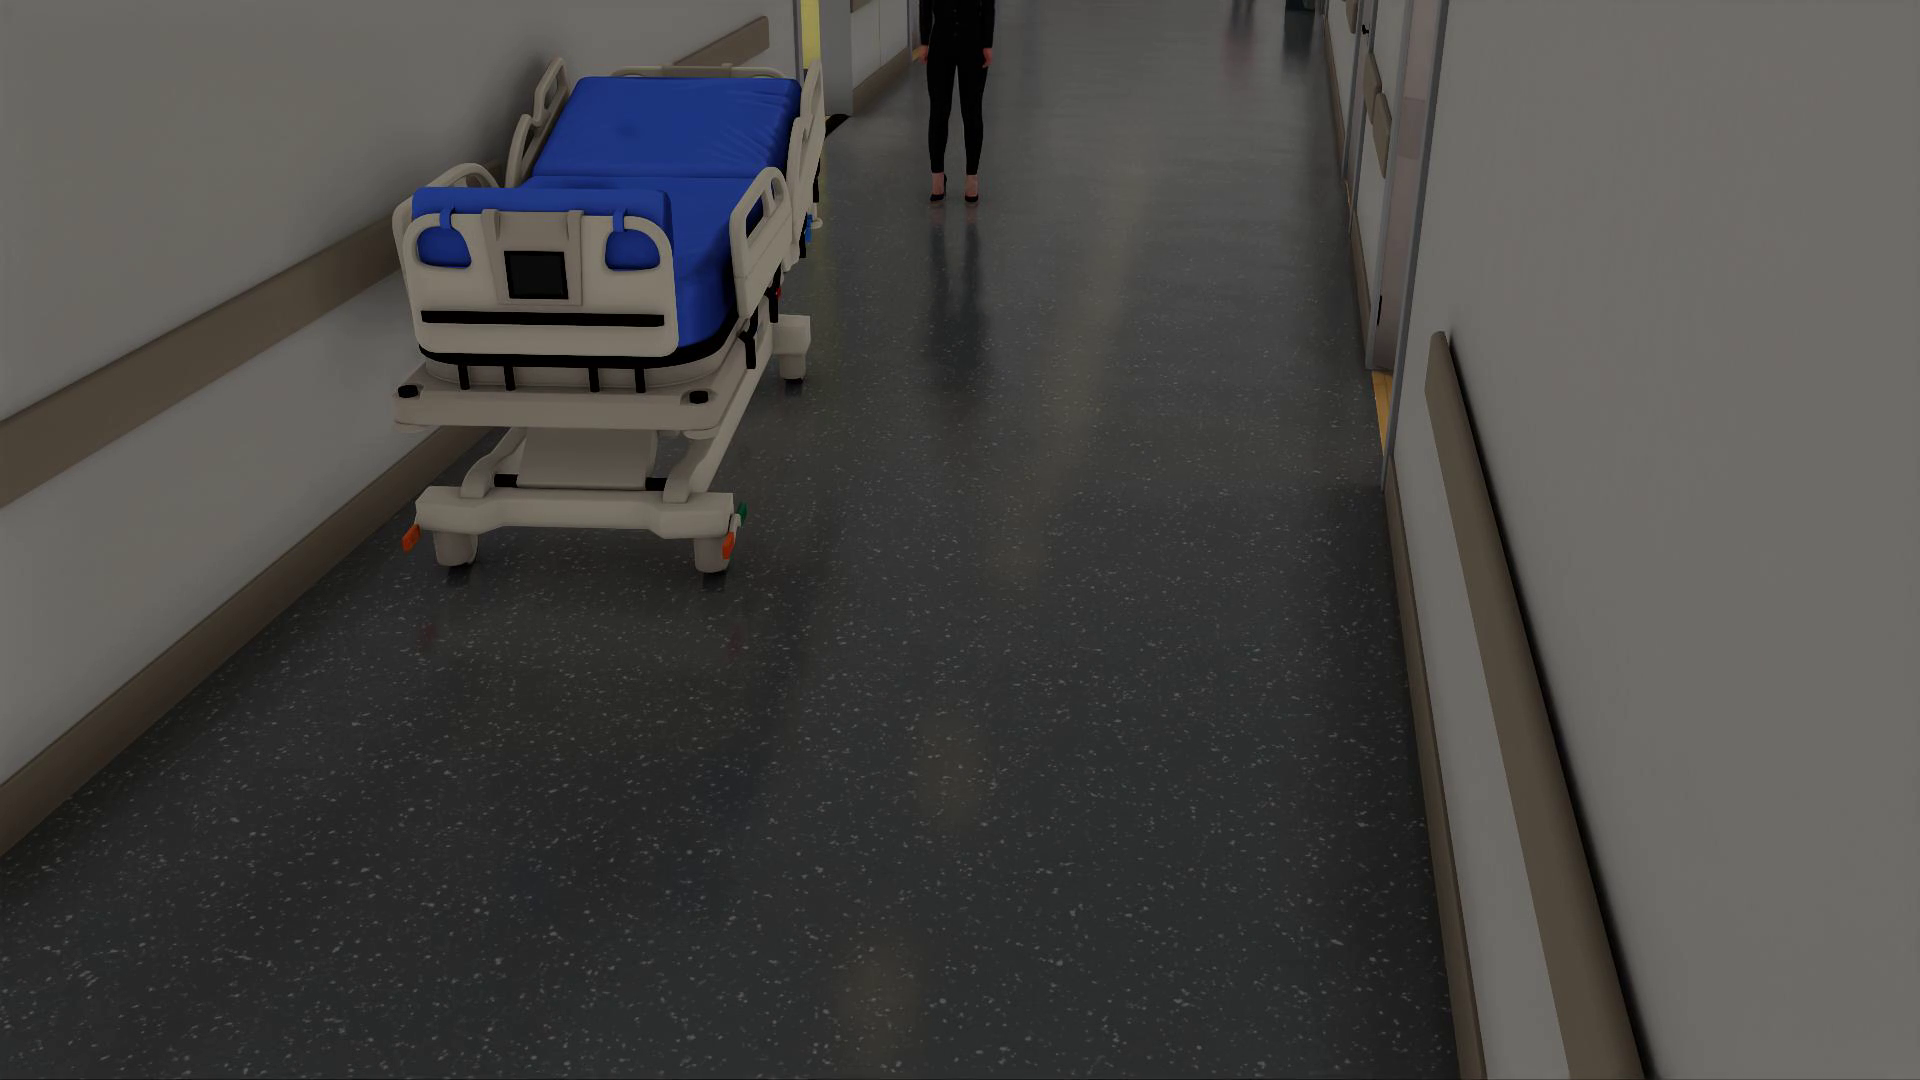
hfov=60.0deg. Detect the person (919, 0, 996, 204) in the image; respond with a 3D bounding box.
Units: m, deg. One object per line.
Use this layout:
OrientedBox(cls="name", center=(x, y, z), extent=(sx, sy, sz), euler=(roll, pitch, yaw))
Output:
OrientedBox(cls="person", center=(-0.019, -2.785, 9.508), extent=(0.396, 1.710, 0.629), euler=(4, 26, 8))
